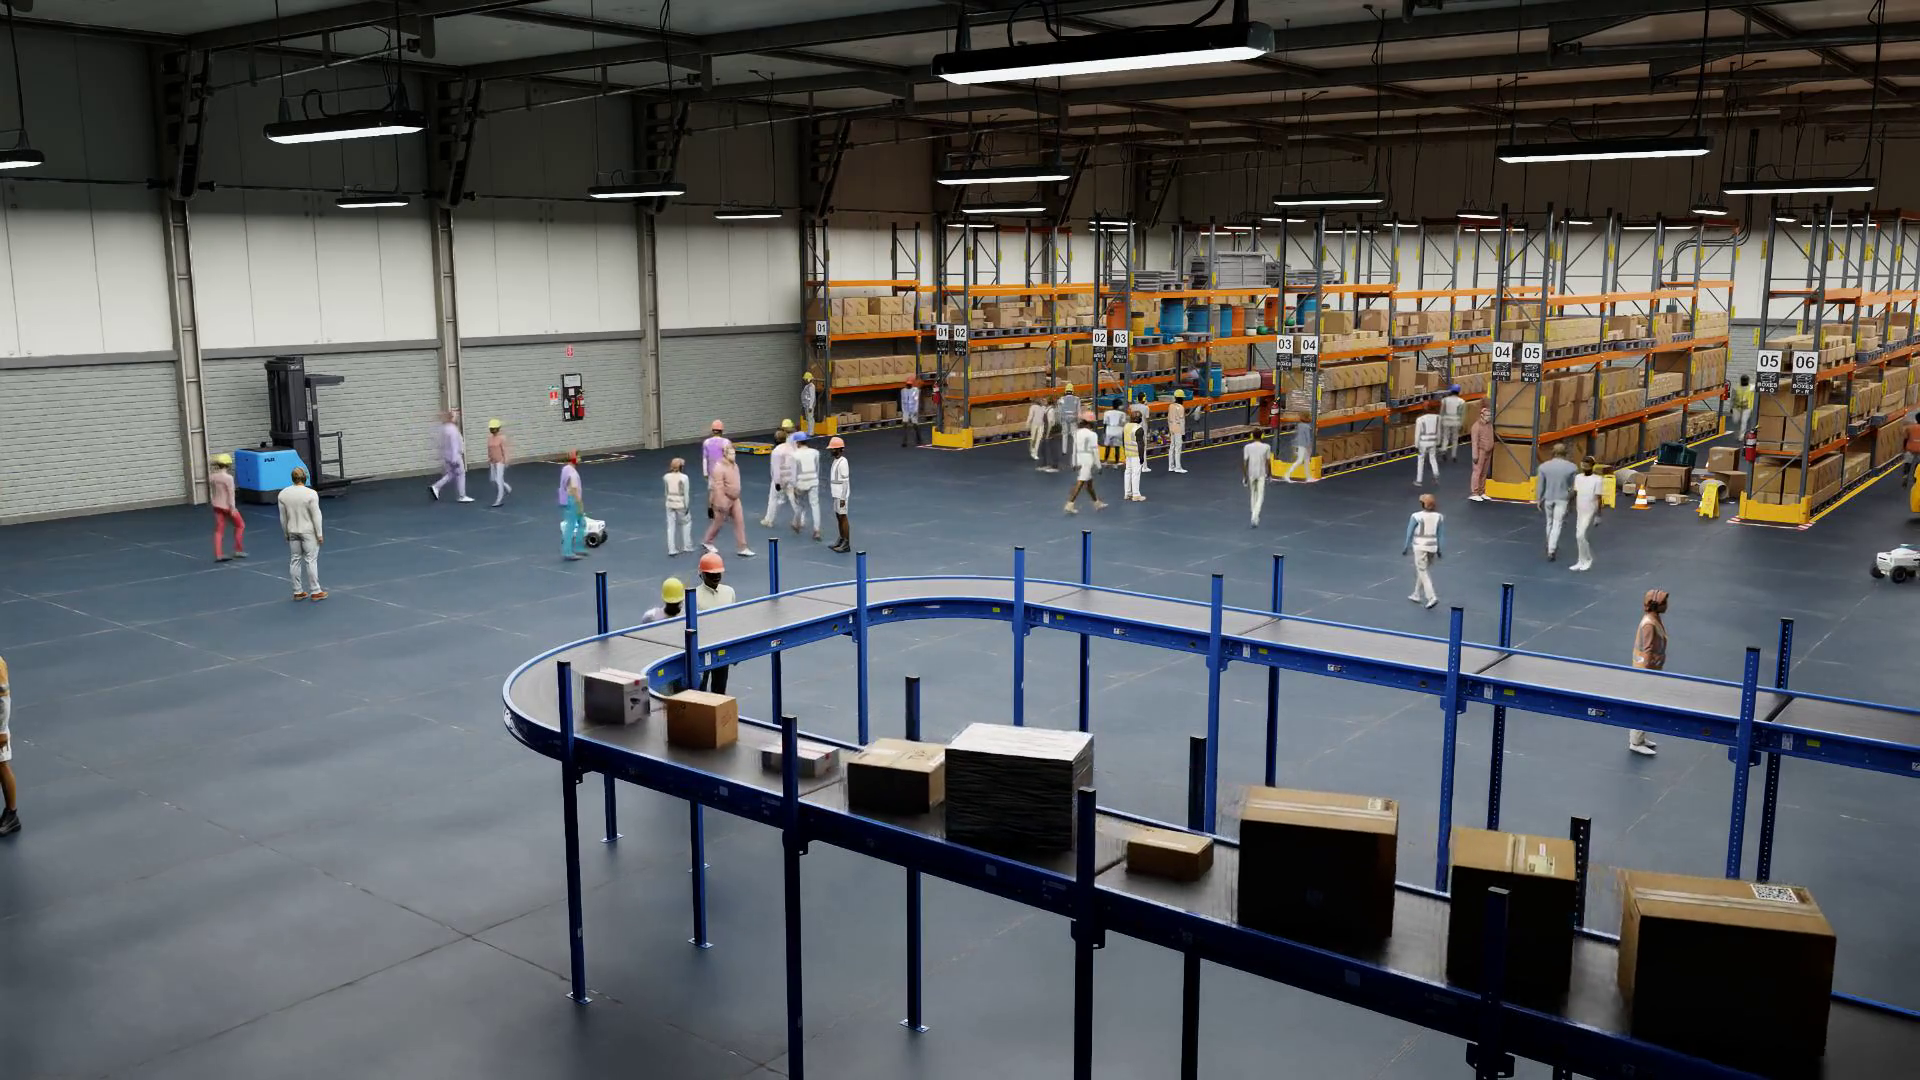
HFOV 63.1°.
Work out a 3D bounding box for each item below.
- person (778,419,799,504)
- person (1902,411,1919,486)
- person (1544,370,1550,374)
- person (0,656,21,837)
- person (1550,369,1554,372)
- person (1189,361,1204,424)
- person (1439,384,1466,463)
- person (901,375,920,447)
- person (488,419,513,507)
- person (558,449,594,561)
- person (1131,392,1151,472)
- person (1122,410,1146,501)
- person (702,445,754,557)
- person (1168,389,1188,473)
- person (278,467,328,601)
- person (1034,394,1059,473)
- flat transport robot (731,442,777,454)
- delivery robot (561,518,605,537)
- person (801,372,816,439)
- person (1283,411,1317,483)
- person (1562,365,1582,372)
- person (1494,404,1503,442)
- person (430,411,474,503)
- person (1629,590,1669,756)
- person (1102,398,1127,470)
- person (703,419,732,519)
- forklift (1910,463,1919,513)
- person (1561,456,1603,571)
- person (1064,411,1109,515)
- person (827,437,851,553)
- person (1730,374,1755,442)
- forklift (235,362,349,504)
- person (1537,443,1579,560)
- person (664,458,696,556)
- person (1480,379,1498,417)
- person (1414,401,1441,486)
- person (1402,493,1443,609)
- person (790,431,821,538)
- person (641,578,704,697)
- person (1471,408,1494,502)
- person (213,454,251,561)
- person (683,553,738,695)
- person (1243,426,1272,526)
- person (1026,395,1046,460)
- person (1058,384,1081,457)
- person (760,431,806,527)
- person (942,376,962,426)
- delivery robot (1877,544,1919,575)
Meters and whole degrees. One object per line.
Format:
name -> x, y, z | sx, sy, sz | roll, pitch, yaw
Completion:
person -> -3.444, -1.625, 31.826 | 0.497, 1.711, 0.863 | 4, 11, 20
person -> 20.562, -1.937, 33.644 | 0.535, 1.674, 0.567 | 8, 13, 38
person -> 16.416, -3.977, 44.087 | 0.608, 2.048, 0.365 | 7, 12, 34
person -> -8.287, 1.561, 13.258 | 0.545, 1.927, 0.385 | 5, 11, 27
person -> 19.594, -5.286, 52.047 | 0.588, 1.837, 0.404 | -5, 11, -27
person -> 7.282, -4.492, 47.472 | 0.652, 1.880, 1.035 | 6, 12, 29
person -> 11.953, -2.833, 38.004 | 0.647, 1.922, 0.543 | 6, 11, 29
person -> -1.301, -3.449, 41.553 | 0.536, 1.905, 0.811 | 3, 11, 16
person -> -9.205, -1.566, 31.341 | 0.530, 1.755, 0.560 | 6, 12, 32
person -> -6.228, -0.581, 25.579 | 0.667, 1.821, 0.606 | -4, 11, -22
person -> 4.216, -2.518, 36.393 | 0.509, 1.865, 0.329 | 7, 12, 34
person -> 3.589, -1.737, 32.061 | 0.429, 1.841, 0.633 | -5, 11, -27
person -> -3.912, -0.667, 26.002 | 0.943, 1.867, 0.672 | 5, 11, 26
person -> 5.038, -2.522, 36.235 | 0.368, 1.928, 0.585 | -5, 11, -26
person -> -9.460, -0.091, 22.518 | 0.627, 1.941, 0.370 | 2, 10, 11
person -> 1.987, -2.456, 36.164 | 0.707, 1.816, 0.537 | -2, 10, -10
flat transport robot -> -5.364, -2.375, 40.186 | 1.431, 0.197, 0.652 | 8, 13, 37
delivery robot -> -6.507, -0.214, 26.964 | 0.707, 0.478, 0.477 | 0, 10, 1
person -> -4.190, -3.717, 43.229 | 0.403, 1.833, 0.590 | -3, 11, -19
person -> 7.522, -2.052, 34.519 | 0.806, 1.599, 0.510 | -2, 10, -10
person -> 19.644, -5.016, 50.074 | 0.538, 2.000, 0.685 | -3, 11, -18
person -> 12.462, -2.455, 35.892 | 0.597, 1.914, 0.370 | 7, 12, 33
person -> -10.325, -1.681, 31.685 | 0.749, 1.872, 0.651 | -6, 12, -30
person -> 6.849, 1.295, 15.560 | 0.315, 1.640, 0.515 | 5, 11, 27
person -> 3.615, -2.490, 36.744 | 0.587, 1.677, 0.405 | 2, 10, 9
person -> -4.552, -1.298, 29.366 | 0.551, 1.920, 0.574 | 1, 10, 5
forklift -> 19.034, -1.348, 28.998 | 2.313, 2.155, 1.214 | 8, 13, 37
person -> 9.818, -0.421, 24.659 | 0.421, 1.845, 0.573 | -4, 11, -21
person -> 2.440, -1.496, 30.321 | 1.112, 1.985, 0.623 | -6, 12, -32
person -> -2.048, -0.768, 26.331 | 0.378, 1.936, 0.548 | -3, 11, -17
person -> 21.304, -3.599, 42.596 | 0.626, 1.831, 0.429 | 7, 12, 33
forklift -> -13.803, -2.244, 32.110 | 1.129, 2.768, 1.873 | 8, 13, 37
person -> 9.821, -0.643, 25.778 | 0.637, 1.900, 0.997 | 7, 12, 35
person -> -4.667, -0.568, 26.100 | 0.540, 1.617, 0.624 | 4, 11, 23
person -> 13.292, -3.042, 39.056 | 0.616, 1.967, 0.799 | 6, 12, 31
person -> 10.136, -2.079, 33.892 | 0.630, 1.870, 0.654 | -2, 10, -9
person -> 6.605, 0.147, 22.120 | 0.522, 1.607, 0.814 | -3, 11, -18
person -> -2.736, -0.988, 27.739 | 0.614, 1.888, 1.053 | -5, 11, -27
person -> -2.751, 1.283, 14.993 | 0.605, 1.861, 1.018 | -2, 10, -13
person -> 10.690, -1.750, 31.969 | 0.639, 1.902, 0.402 | -9, 14, -42
person -> -11.937, -0.539, 25.560 | 0.545, 1.739, 0.680 | 6, 12, 30
person -> -2.473, 1.105, 15.629 | 0.612, 1.995, 0.392 | -9, 14, -43
person -> 5.498, -1.185, 28.983 | 0.515, 1.843, 0.839 | 5, 11, 25
person -> 1.897, -2.829, 38.900 | 0.578, 1.596, 0.635 | -3, 10, -14
person -> 2.738, -2.995, 39.160 | 0.586, 1.835, 0.404 | 0, 10, 2
person -> -3.243, -1.118, 28.720 | 0.976, 1.792, 0.632 | 6, 12, 31
person -> -0.214, -4.321, 46.309 | 0.614, 1.944, 0.818 | 9, 13, 40
delivery robot -> 14.484, 0.308, 24.024 | 0.707, 0.478, 0.477 | -2, 10, -9
